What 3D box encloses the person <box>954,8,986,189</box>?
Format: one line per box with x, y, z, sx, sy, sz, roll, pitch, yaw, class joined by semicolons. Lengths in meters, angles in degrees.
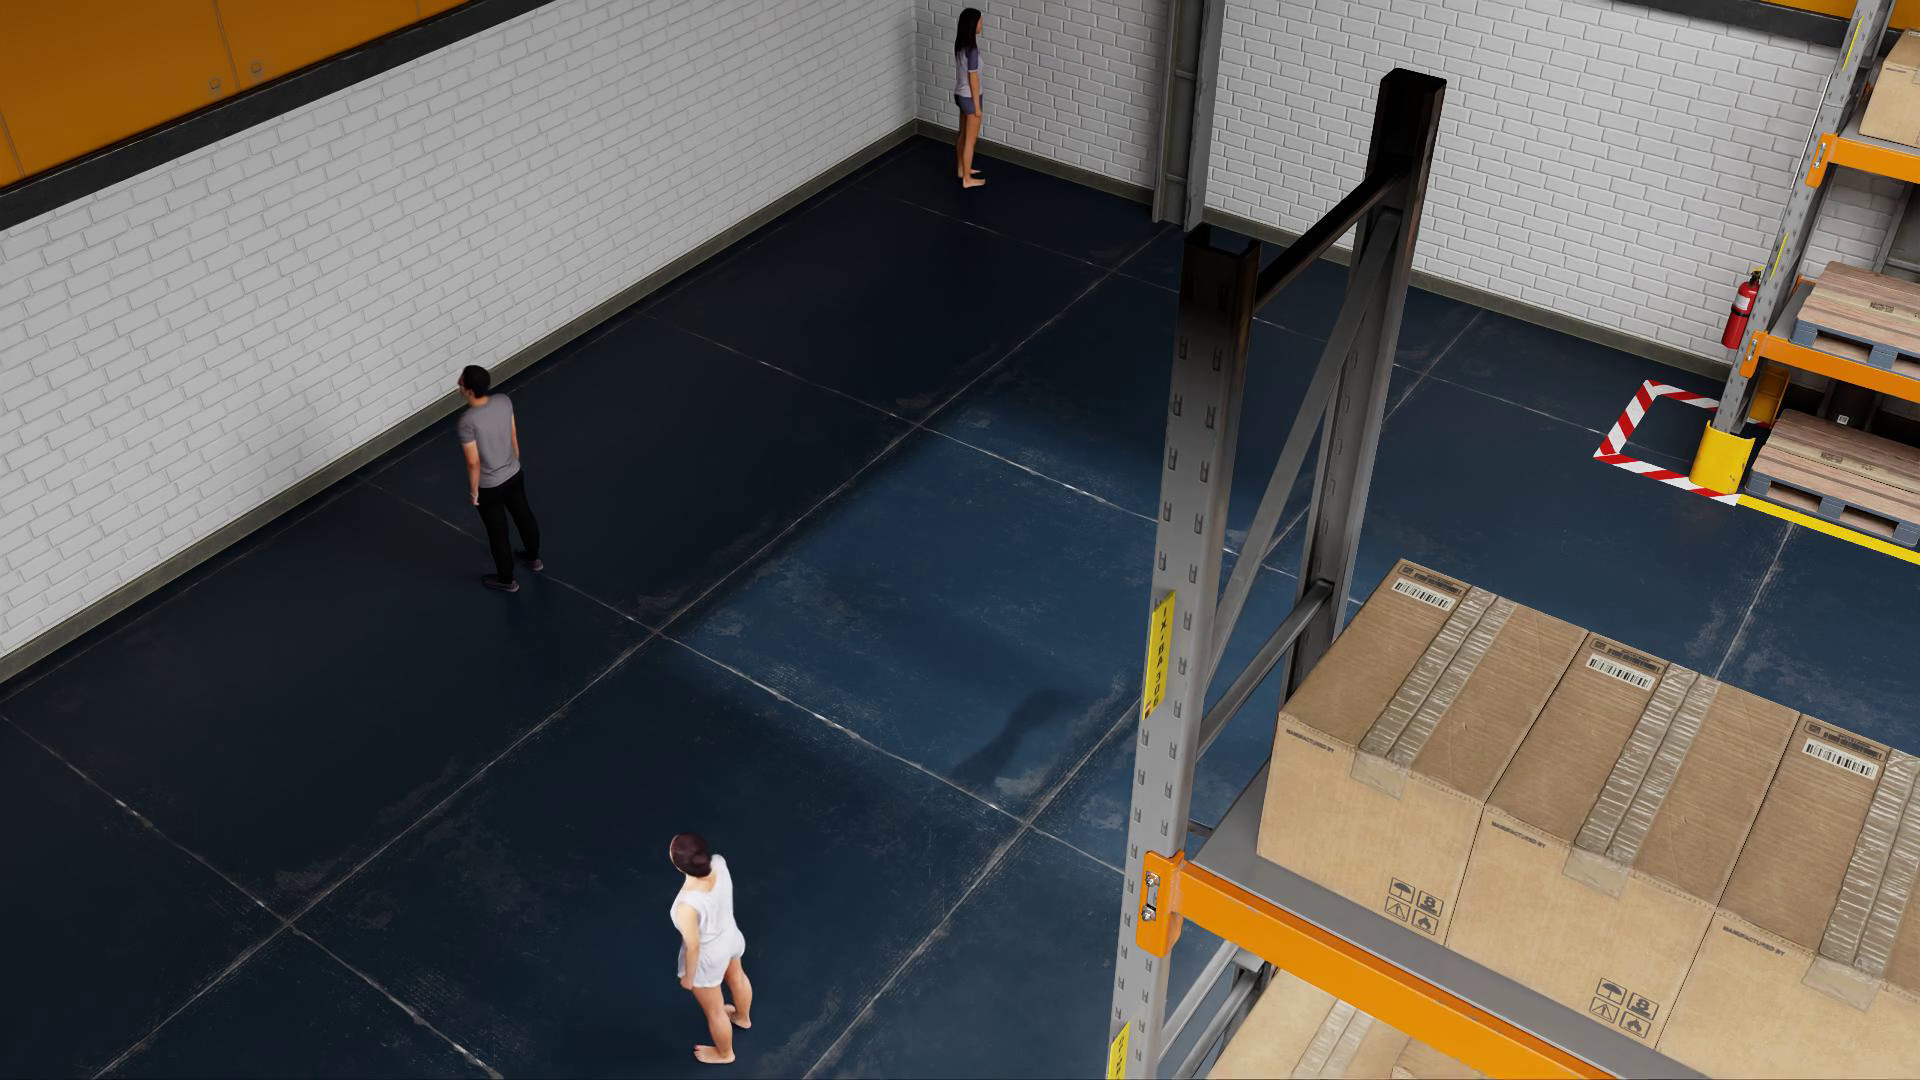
0.082;-4.246;15.962;0.718;1.733;0.629;-12;40;-14;person

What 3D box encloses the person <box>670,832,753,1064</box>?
-1.235;2.005;8.233;0.565;1.611;0.603;13;41;16;person

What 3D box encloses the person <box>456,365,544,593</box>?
-3.117;-0.433;11.171;0.551;1.754;0.616;21;43;24;person
